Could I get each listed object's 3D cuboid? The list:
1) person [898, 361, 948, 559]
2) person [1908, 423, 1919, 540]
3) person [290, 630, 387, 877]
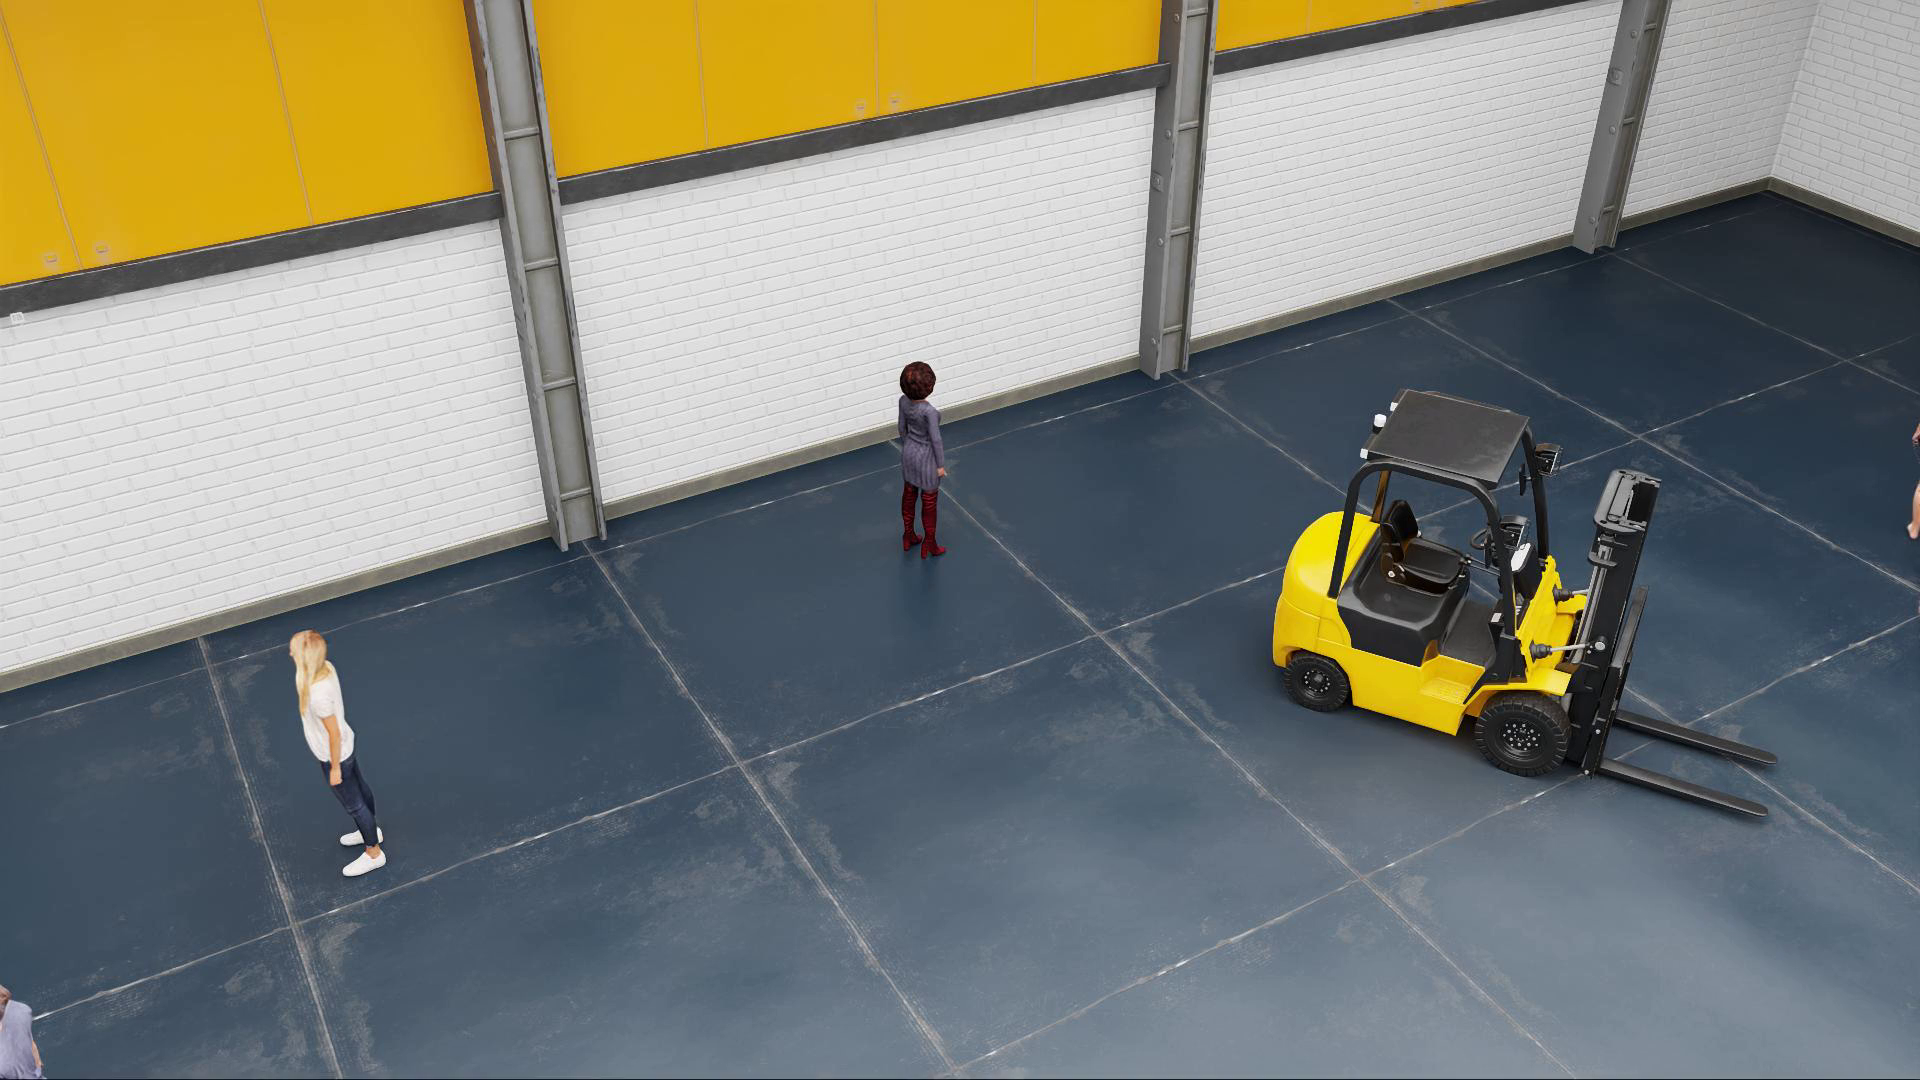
[{"bbox_3d":[-0.317,-0.638,13.294,0.644,1.711,0.609,28,43,35],"label":"person"},{"bbox_3d":[7.995,-0.749,13.456,0.785,1.716,0.839,13,36,19],"label":"person"},{"bbox_3d":[-3.846,1.300,10.290,0.557,1.808,0.644,-11,35,-16],"label":"person"}]
